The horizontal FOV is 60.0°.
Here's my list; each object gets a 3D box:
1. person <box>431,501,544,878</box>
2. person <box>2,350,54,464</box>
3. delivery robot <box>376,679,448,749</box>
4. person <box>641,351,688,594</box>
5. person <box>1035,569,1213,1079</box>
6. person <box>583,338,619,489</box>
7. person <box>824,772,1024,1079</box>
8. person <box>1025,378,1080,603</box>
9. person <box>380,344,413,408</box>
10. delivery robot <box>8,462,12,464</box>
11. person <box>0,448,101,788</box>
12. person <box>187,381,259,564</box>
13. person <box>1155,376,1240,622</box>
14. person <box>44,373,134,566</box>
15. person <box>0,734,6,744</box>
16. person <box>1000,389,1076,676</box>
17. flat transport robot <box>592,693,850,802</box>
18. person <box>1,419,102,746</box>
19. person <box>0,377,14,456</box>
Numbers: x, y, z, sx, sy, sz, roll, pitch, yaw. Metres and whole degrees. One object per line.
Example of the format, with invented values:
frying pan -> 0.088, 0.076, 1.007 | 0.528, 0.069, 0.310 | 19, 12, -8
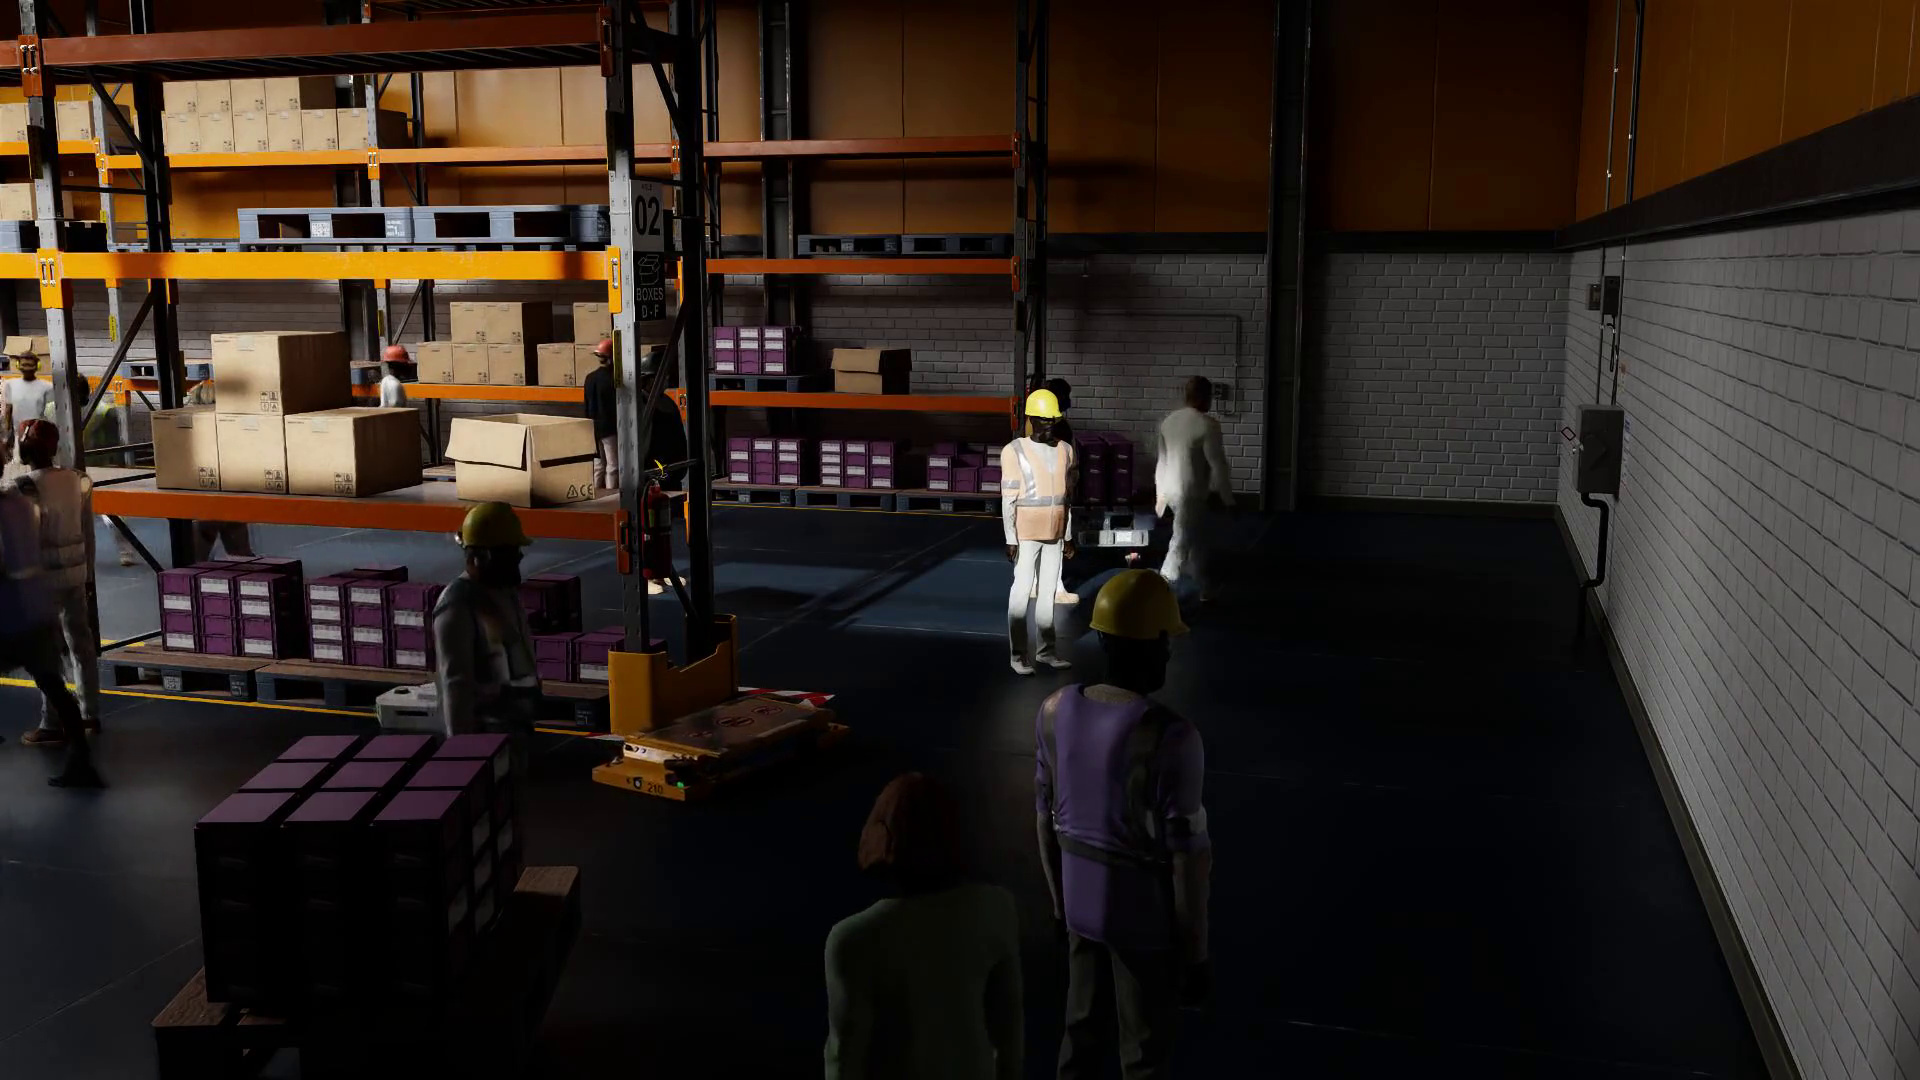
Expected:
person -> -1.900, 0.743, 6.692 | 0.452, 1.816, 0.606 | 1, 9, 6
person -> -10.117, -1.145, 18.112 | 0.569, 1.852, 0.670 | -2, 9, -9
delivery robot -> -2.804, 0.937, 9.085 | 0.707, 0.478, 0.477 | 1, 9, 8
person -> -2.549, -0.580, 14.098 | 0.536, 2.000, 0.672 | 4, 10, 23
person -> 0.464, 1.032, 4.621 | 0.366, 1.927, 0.585 | -9, 13, -43
person -> -3.718, -1.135, 17.625 | 0.622, 1.990, 0.401 | 8, 12, 41
person -> -0.051, 1.336, 3.783 | 0.528, 1.592, 0.829 | -5, 10, -26
person -> 0.767, -0.407, 13.650 | 0.429, 1.841, 0.634 | -4, 10, -22
person -> -6.135, -1.166, 18.102 | 0.641, 1.936, 0.558 | -4, 10, -22
delivery robot -> -10.615, -0.626, 18.613 | 0.707, 0.478, 0.477 | -4, 10, -25
person -> -5.017, 0.388, 8.689 | 1.009, 1.880, 0.565 | 2, 10, 13
person -> -5.477, -0.231, 12.381 | 0.951, 1.911, 0.628 | 3, 10, 16
person -> 1.869, -0.318, 12.926 | 0.948, 1.889, 0.676 | -4, 10, -25
person -> -8.022, -0.647, 15.318 | 0.779, 1.796, 0.538 | -2, 9, -9
person -> -5.758, 0.310, 9.162 | 0.866, 1.875, 0.646 | -2, 10, -12
person -> 0.542, -0.058, 11.261 | 0.587, 1.928, 0.363 | -7, 12, -36
flat transport robot -> -1.285, 1.113, 9.159 | 0.652, 0.197, 1.431 | 6, 11, 31
person -> -5.222, 0.242, 9.564 | 0.356, 1.884, 0.574 | 3, 10, 19
person -> -10.864, -1.182, 18.605 | 1.004, 1.784, 0.679 | 7, 12, 37
